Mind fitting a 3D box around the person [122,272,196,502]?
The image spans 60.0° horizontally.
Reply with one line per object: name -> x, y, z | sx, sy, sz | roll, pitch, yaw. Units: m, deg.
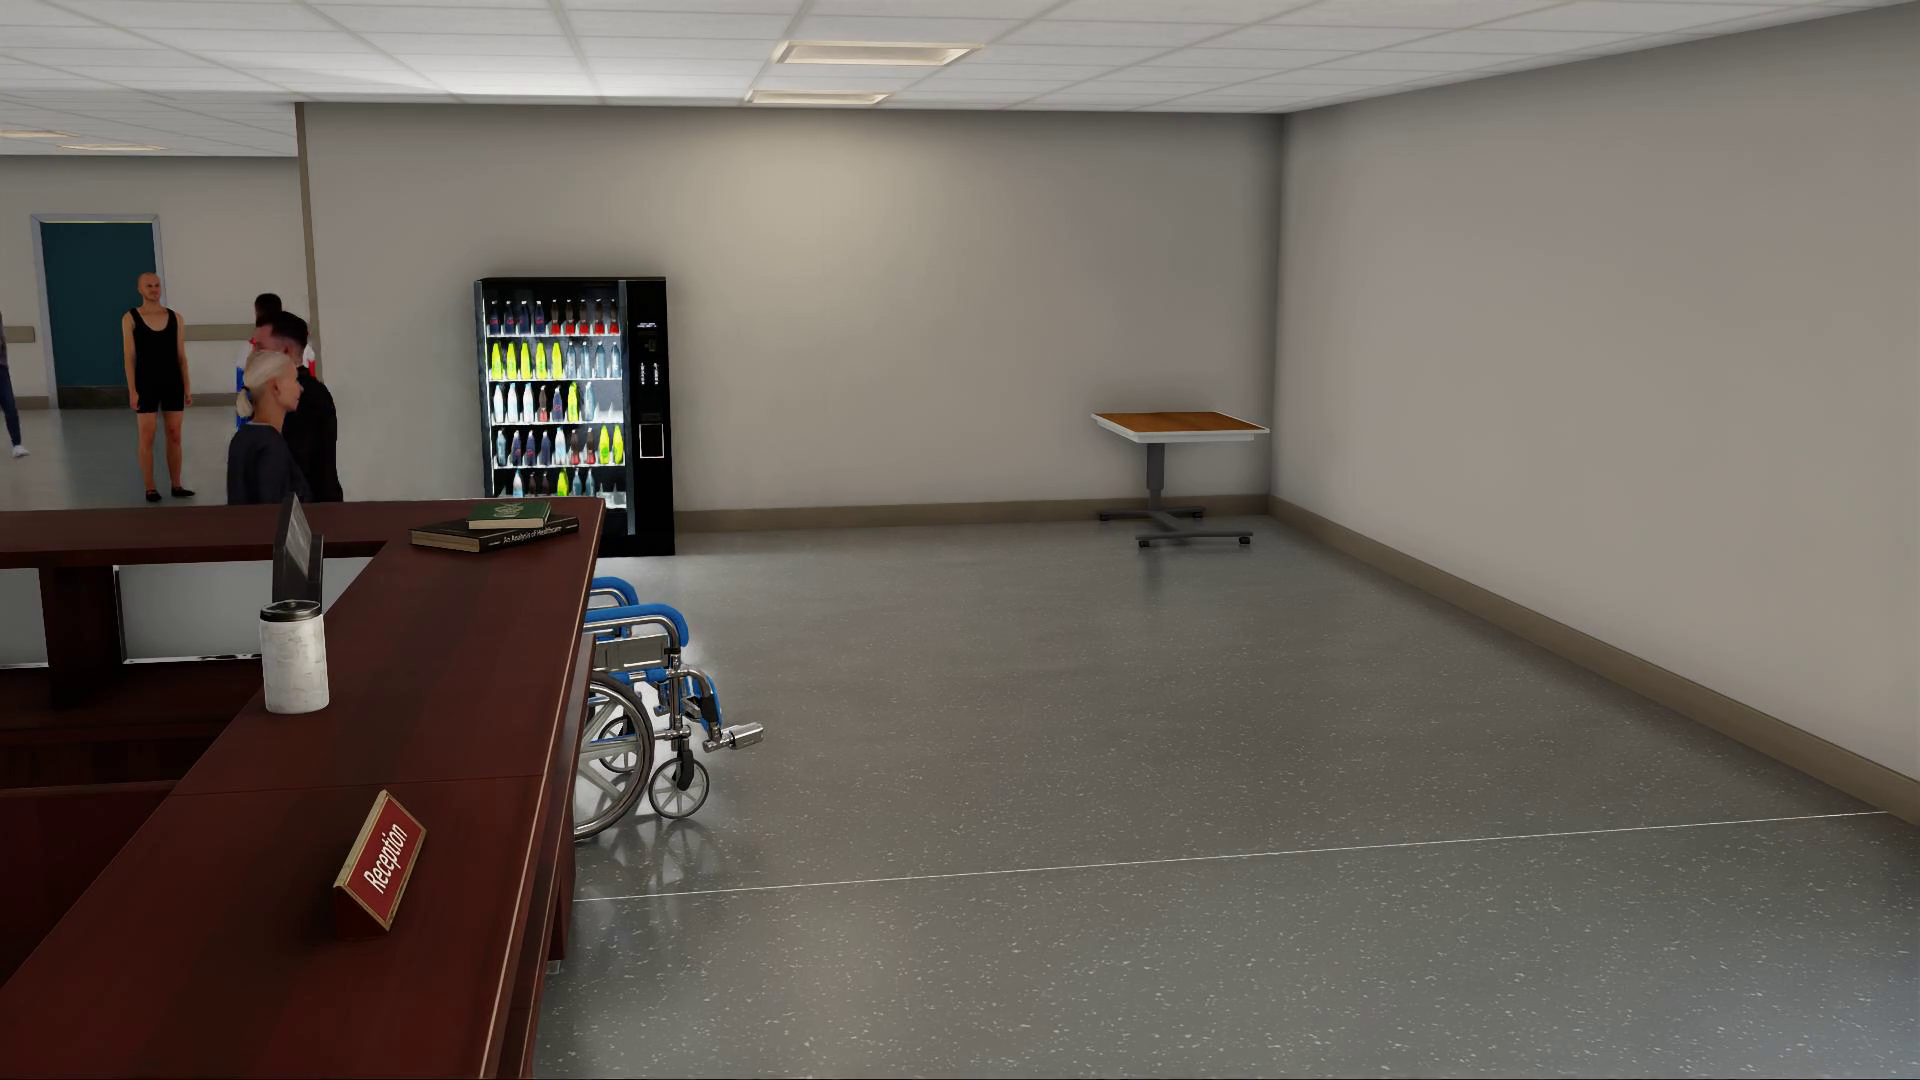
person -> -6.453, -1.238, 13.380 | 0.762, 1.816, 0.675 | 9, 14, 40

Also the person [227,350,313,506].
person -> -2.780, 0.133, 6.445 | 0.886, 1.708, 0.812 | -10, 14, -41

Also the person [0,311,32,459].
person -> -9.146, -1.587, 15.516 | 1.026, 1.704, 1.018 | 10, 15, 42

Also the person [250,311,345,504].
person -> -2.736, -0.062, 7.178 | 0.678, 1.818, 0.697 | -2, 11, -8

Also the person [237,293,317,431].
person -> -4.322, -0.690, 10.706 | 0.935, 1.736, 0.954 | -10, 14, -42
